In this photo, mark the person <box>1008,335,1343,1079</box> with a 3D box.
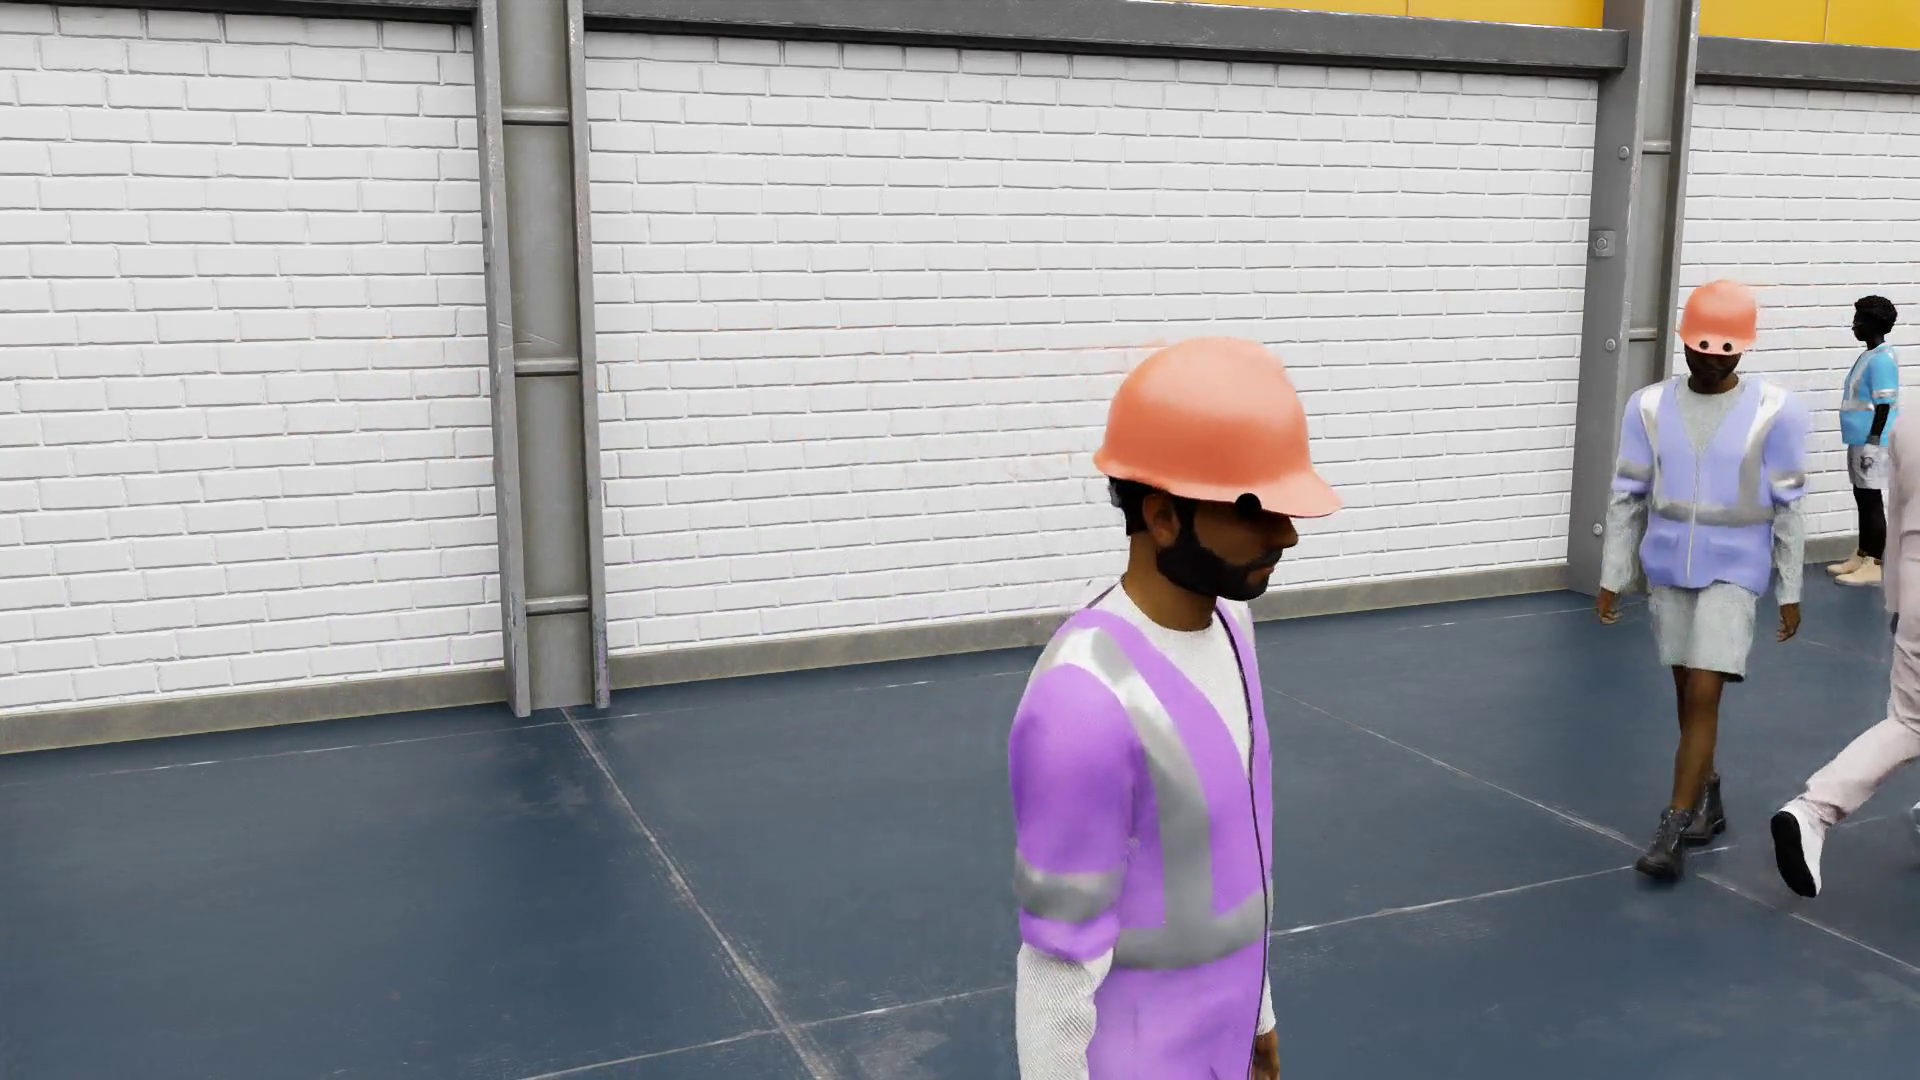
[{"bbox_3d":[0.169,0.673,2.273,0.787,1.909,0.576,5,11,24],"label":"person"}]

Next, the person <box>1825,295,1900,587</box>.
[{"bbox_3d":[5.308,-0.579,9.731,0.318,1.698,0.539,4,11,20],"label":"person"}]

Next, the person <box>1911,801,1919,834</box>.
[{"bbox_3d":[3.467,0.286,5.234,0.763,1.599,0.490,-2,10,-10],"label":"person"}]

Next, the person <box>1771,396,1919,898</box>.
[{"bbox_3d":[2.891,0.226,4.851,0.778,1.882,0.655,-3,11,-14],"label":"person"}]

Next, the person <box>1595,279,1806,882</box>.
[{"bbox_3d":[2.334,0.125,5.317,0.592,1.882,0.867,9,14,41],"label":"person"}]
